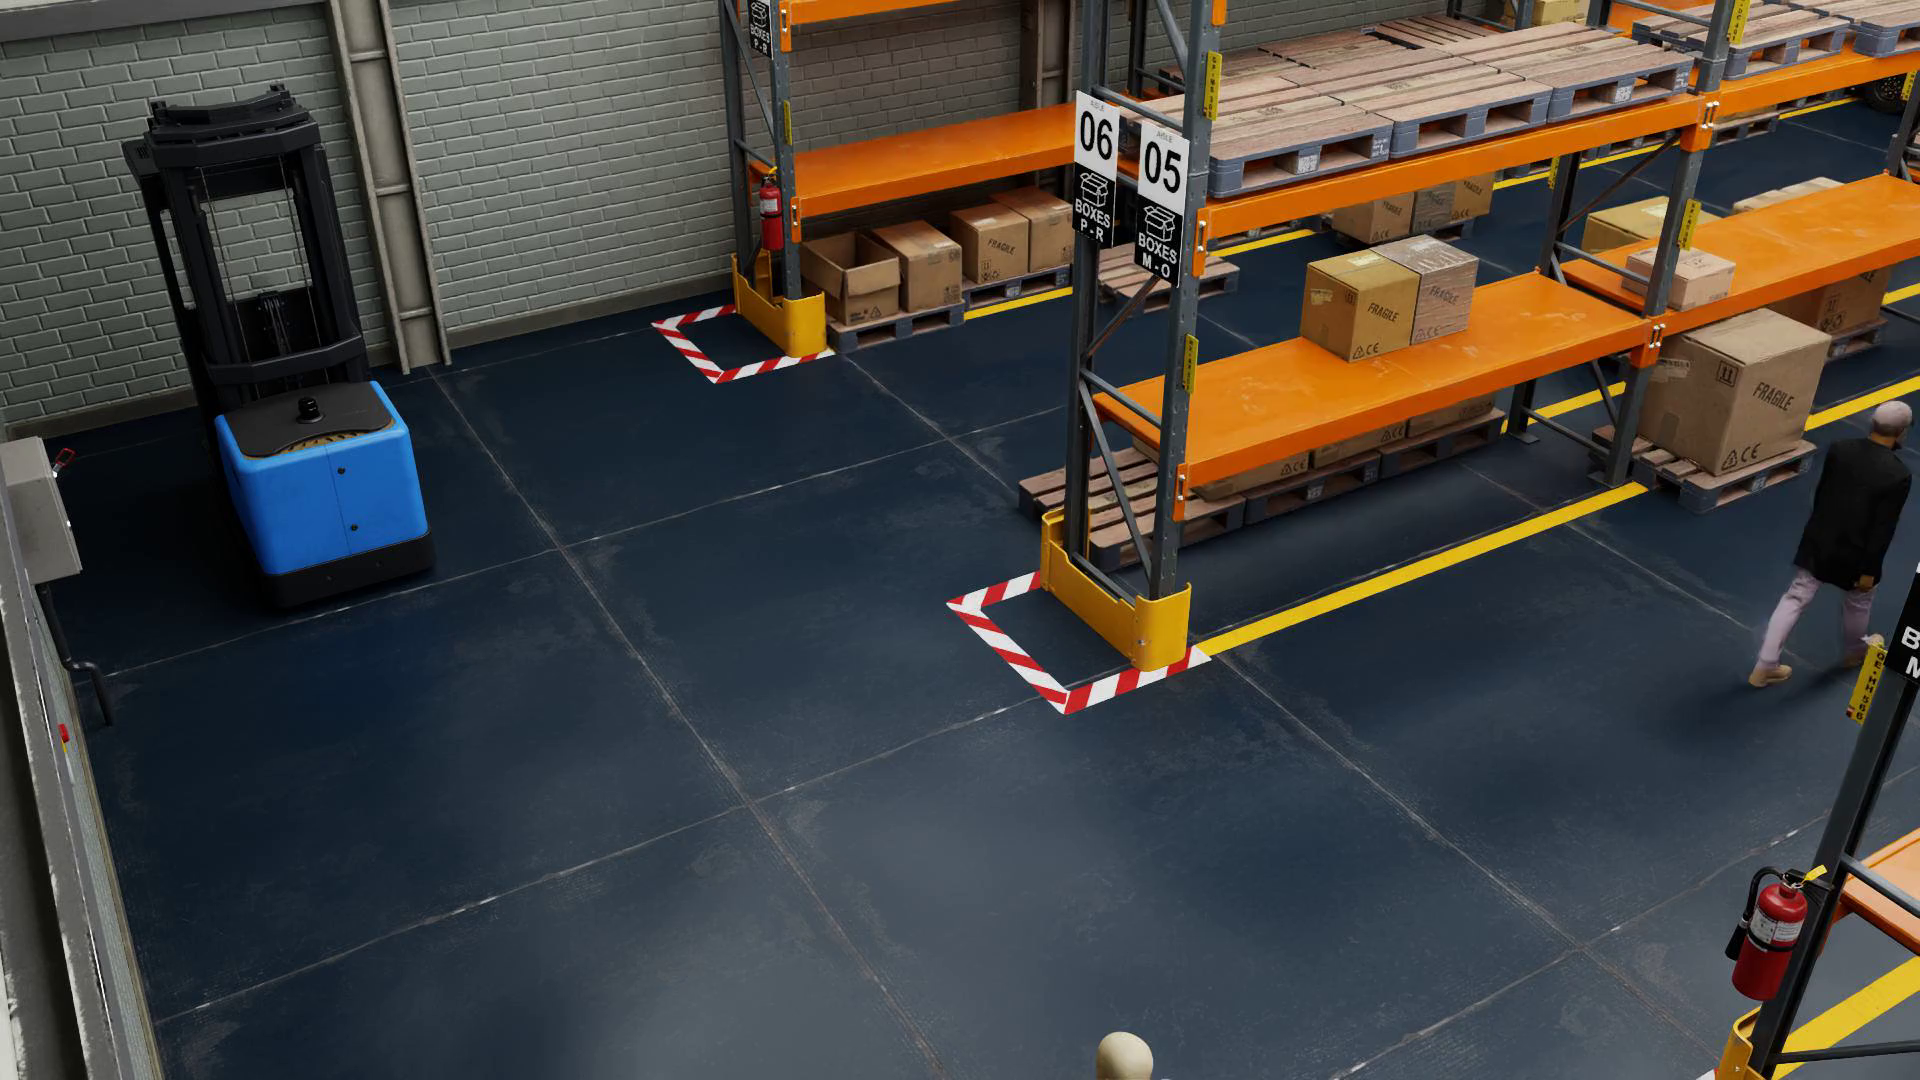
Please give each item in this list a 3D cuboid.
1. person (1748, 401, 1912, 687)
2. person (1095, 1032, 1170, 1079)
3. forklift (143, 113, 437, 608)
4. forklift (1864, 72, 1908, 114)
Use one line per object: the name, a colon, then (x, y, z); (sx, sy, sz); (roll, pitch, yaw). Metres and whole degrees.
person: (5.053, 0.015, 9.456); (0.974, 1.802, 0.558); (-15, 35, -23)
person: (0.562, 2.355, 5.682); (0.587, 1.796, 0.395); (-24, 39, -33)
forklift: (-4.289, -1.259, 10.509); (1.129, 2.768, 1.873); (-17, 36, -26)
forklift: (11.468, -5.645, 18.244); (1.214, 2.155, 2.313); (-17, 36, -26)
